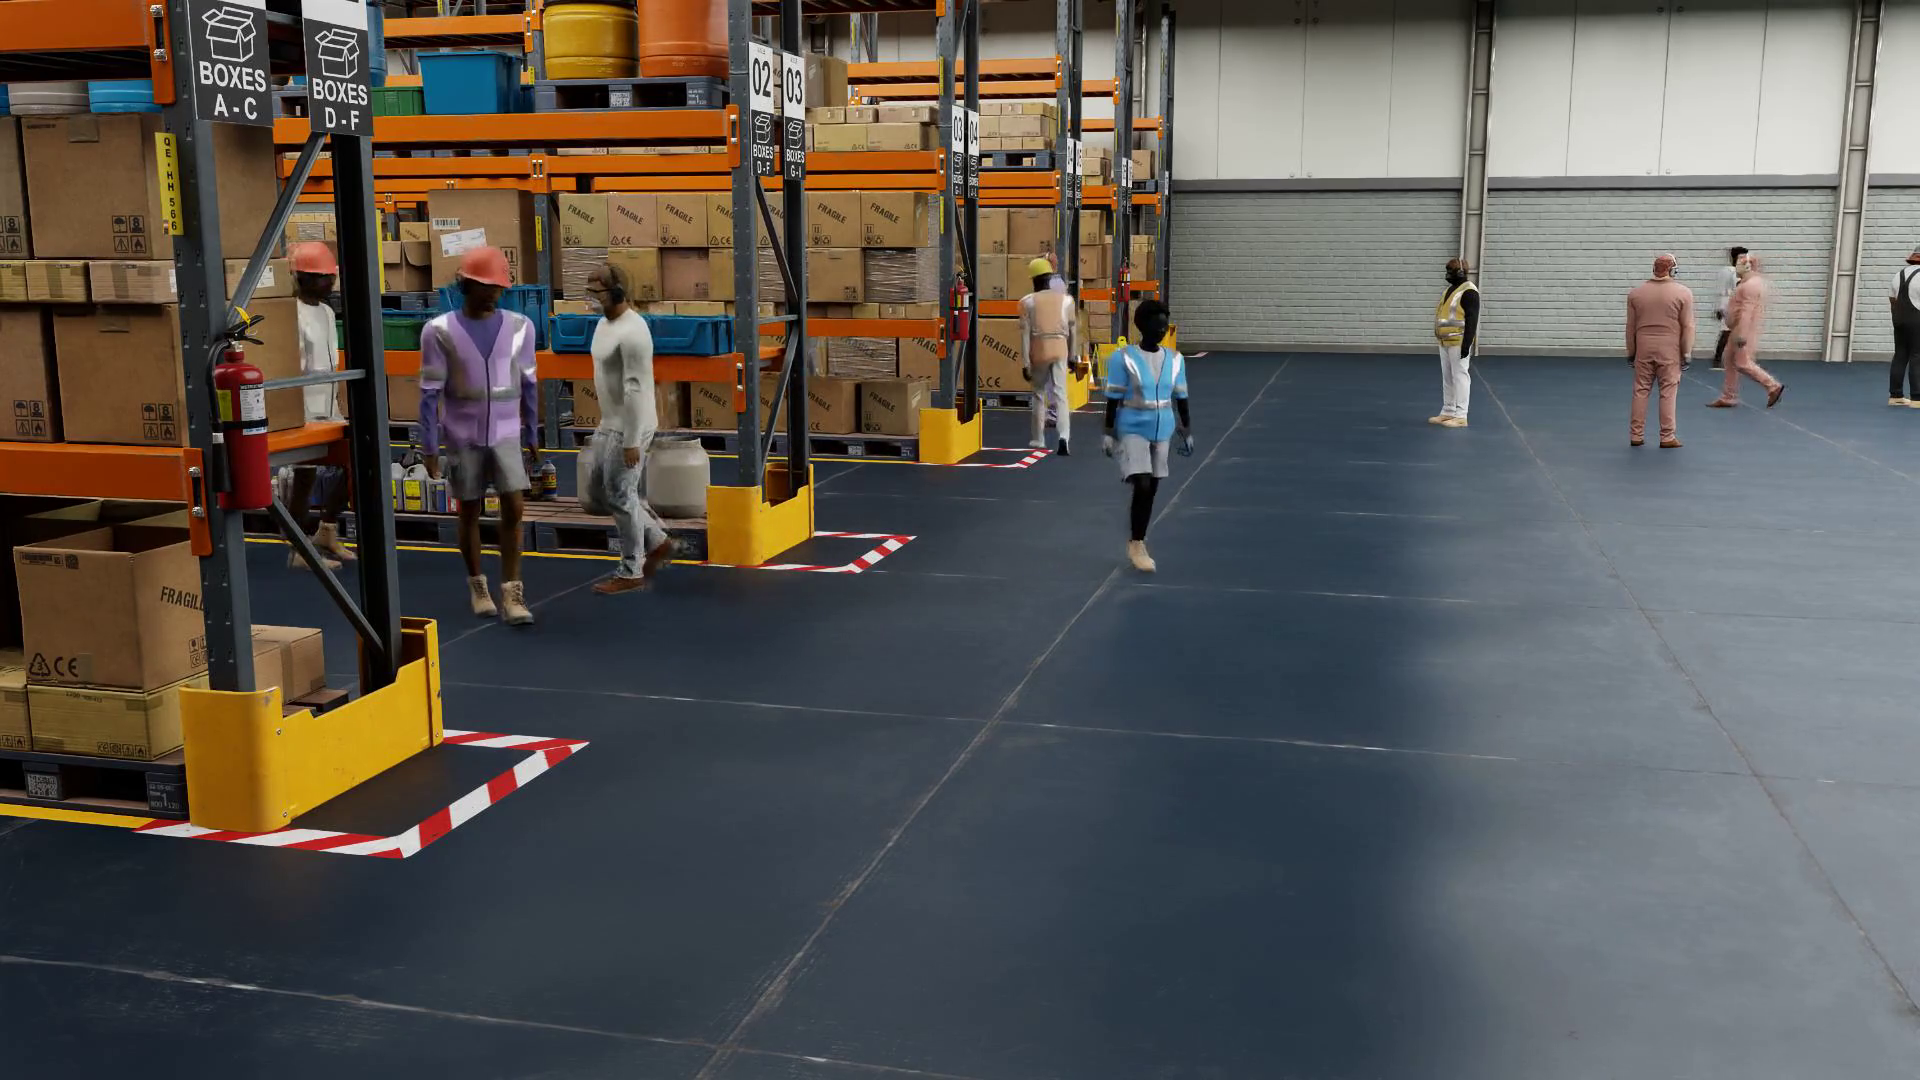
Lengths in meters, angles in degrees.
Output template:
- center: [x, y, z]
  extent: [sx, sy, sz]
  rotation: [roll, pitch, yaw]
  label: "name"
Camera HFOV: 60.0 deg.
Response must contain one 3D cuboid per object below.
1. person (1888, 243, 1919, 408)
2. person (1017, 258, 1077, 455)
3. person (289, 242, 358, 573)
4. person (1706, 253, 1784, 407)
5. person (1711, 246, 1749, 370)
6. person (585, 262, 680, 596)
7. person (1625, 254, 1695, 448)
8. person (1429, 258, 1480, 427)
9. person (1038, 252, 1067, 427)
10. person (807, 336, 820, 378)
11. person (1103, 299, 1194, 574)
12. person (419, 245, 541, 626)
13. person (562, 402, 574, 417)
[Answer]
- center: [11.757, -2.645, 20.393]
  extent: [0.536, 2.000, 0.673]
  rotation: [-2, 10, -10]
  label: "person"
- center: [0.865, -1.766, 15.995]
  extent: [0.618, 1.884, 0.955]
  rotation: [-2, 10, -9]
  label: "person"
- center: [-3.934, -0.790, 10.170]
  extent: [0.491, 2.027, 0.632]
  rotation: [2, 10, 12]
  label: "person"
- center: [9.554, -2.517, 20.117]
  extent: [0.761, 1.892, 0.642]
  rotation: [4, 11, 19]
  label: "person"
- center: [12.213, -3.626, 26.100]
  extent: [0.756, 1.935, 0.631]
  rotation: [0, 10, 3]
  label: "person"
- center: [-1.898, -0.618, 9.493]
  extent: [0.481, 1.917, 0.653]
  rotation: [-5, 12, -28]
  label: "person"
- center: [6.911, -1.861, 16.418]
  extent: [0.651, 1.907, 0.409]
  rotation: [9, 14, 42]
  label: "person"
- center: [5.437, -2.168, 18.301]
  extent: [0.429, 1.842, 0.637]
  rotation: [-2, 10, -9]
  label: "person"
- center: [0.963, -2.188, 18.237]
  extent: [0.402, 1.906, 0.652]
  rotation: [1, 10, 8]
  label: "person"
- center: [-1.585, -2.042, 17.641]
  extent: [0.894, 1.841, 0.534]
  rotation: [4, 11, 21]
  label: "person"
- center: [1.192, -0.628, 10.192]
  extent: [0.558, 1.672, 0.621]
  rotation: [-5, 11, -26]
  label: "person"
- center: [-2.488, -0.526, 8.749]
  extent: [0.644, 2.000, 0.893]
  rotation: [-5, 12, -27]
  label: "person"
- center: [-4.252, -2.297, 18.887]
  extent: [0.779, 1.893, 0.602]
  rotation: [5, 11, 24]
  label: "person"
